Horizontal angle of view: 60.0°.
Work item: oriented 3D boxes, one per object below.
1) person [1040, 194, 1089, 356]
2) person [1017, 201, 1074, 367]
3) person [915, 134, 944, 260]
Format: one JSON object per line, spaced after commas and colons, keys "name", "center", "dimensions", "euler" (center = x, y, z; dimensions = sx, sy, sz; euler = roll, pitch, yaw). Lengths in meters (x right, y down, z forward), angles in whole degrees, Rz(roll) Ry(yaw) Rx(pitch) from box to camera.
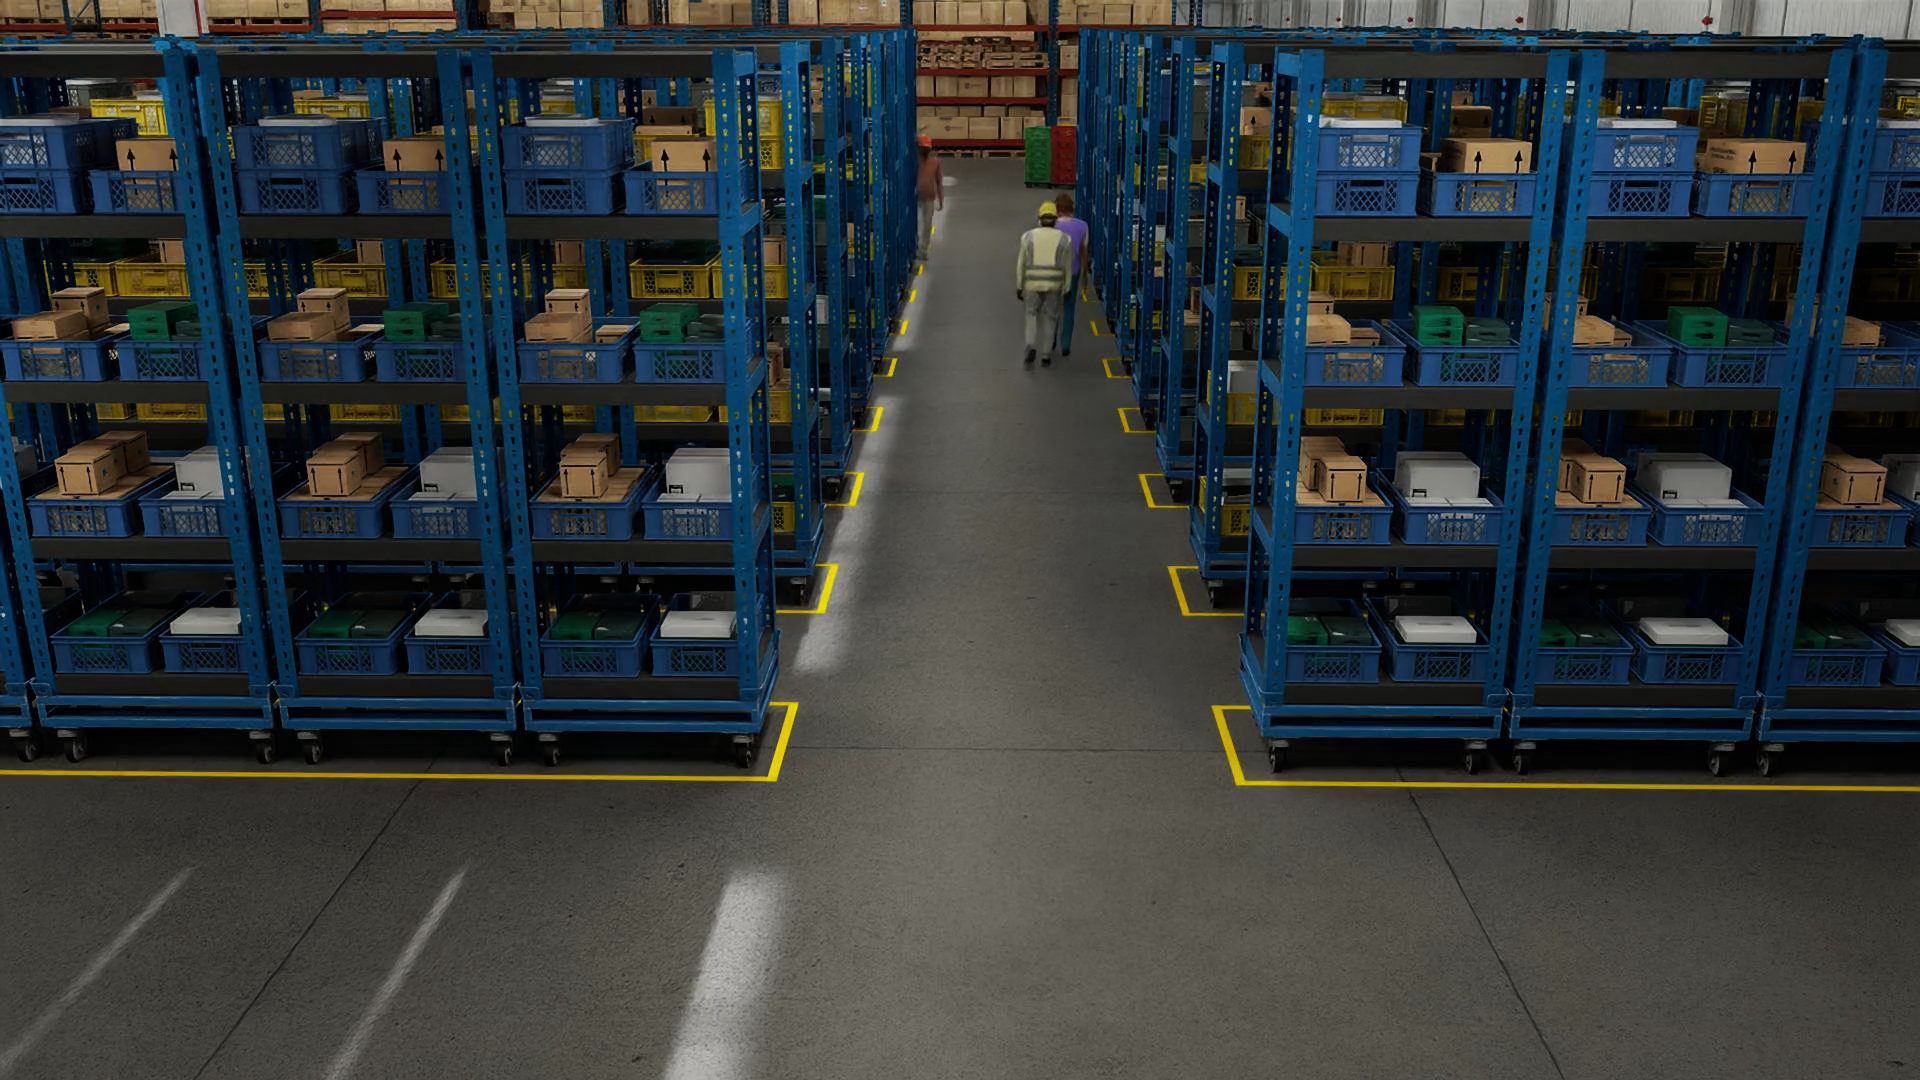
{"name": "person", "center": [1.196, -3.073, 19.200], "dimensions": [0.571, 1.808, 0.846], "euler": [1, 17, 3]}
{"name": "person", "center": [0.949, -2.826, 18.401], "dimensions": [0.626, 1.810, 0.474], "euler": [2, 18, 6]}
{"name": "person", "center": [-0.557, -5.409, 26.353], "dimensions": [0.652, 1.975, 0.549], "euler": [-5, 18, -16]}
